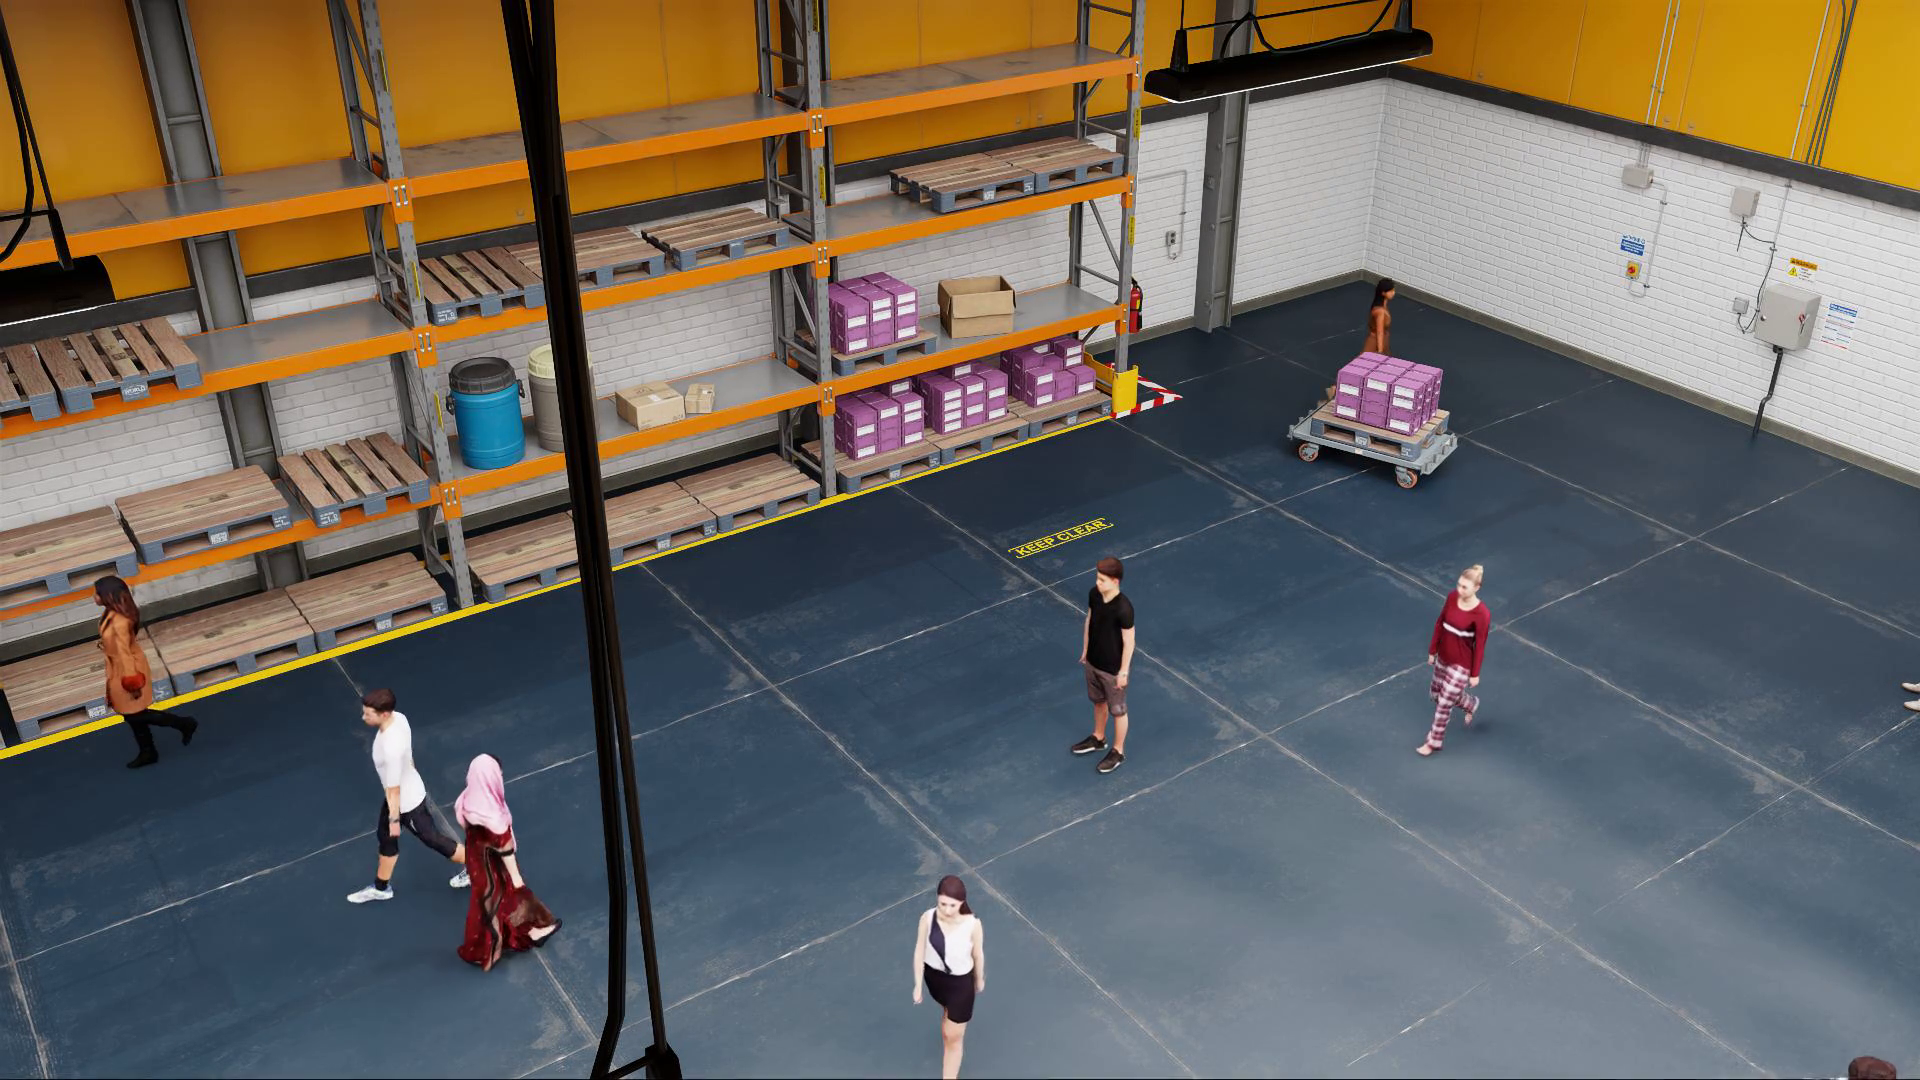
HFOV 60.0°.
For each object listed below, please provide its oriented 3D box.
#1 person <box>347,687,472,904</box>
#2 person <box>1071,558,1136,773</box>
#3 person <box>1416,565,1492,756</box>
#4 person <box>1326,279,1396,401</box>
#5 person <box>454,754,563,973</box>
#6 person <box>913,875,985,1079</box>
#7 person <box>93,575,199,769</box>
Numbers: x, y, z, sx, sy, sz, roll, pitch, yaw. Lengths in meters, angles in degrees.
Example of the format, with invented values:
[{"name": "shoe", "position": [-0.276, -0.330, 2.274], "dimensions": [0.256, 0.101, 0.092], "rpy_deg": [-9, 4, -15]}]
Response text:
[{"name": "person", "position": [-3.790, 1.799, 11.671], "dimensions": [1.310, 1.807, 0.933], "rpy_deg": [-8, 30, -14]}, {"name": "person", "position": [1.184, 0.956, 13.159], "dimensions": [0.538, 1.861, 0.675], "rpy_deg": [-18, 34, -30]}, {"name": "person", "position": [4.031, 0.948, 13.361], "dimensions": [0.905, 1.682, 0.651], "rpy_deg": [-17, 33, -28]}, {"name": "person", "position": [4.709, -2.191, 19.133], "dimensions": [1.010, 1.665, 1.032], "rpy_deg": [9, 30, 15]}, {"name": "person", "position": [-3.229, 2.200, 11.169], "dimensions": [0.991, 1.583, 0.766], "rpy_deg": [-13, 31, -22]}, {"name": "person", "position": [-0.052, 2.683, 10.267], "dimensions": [1.052, 1.599, 1.131], "rpy_deg": [5, 29, 10]}, {"name": "person", "position": [-6.471, 1.047, 13.153], "dimensions": [0.843, 1.707, 0.724], "rpy_deg": [-16, 33, -27]}]
